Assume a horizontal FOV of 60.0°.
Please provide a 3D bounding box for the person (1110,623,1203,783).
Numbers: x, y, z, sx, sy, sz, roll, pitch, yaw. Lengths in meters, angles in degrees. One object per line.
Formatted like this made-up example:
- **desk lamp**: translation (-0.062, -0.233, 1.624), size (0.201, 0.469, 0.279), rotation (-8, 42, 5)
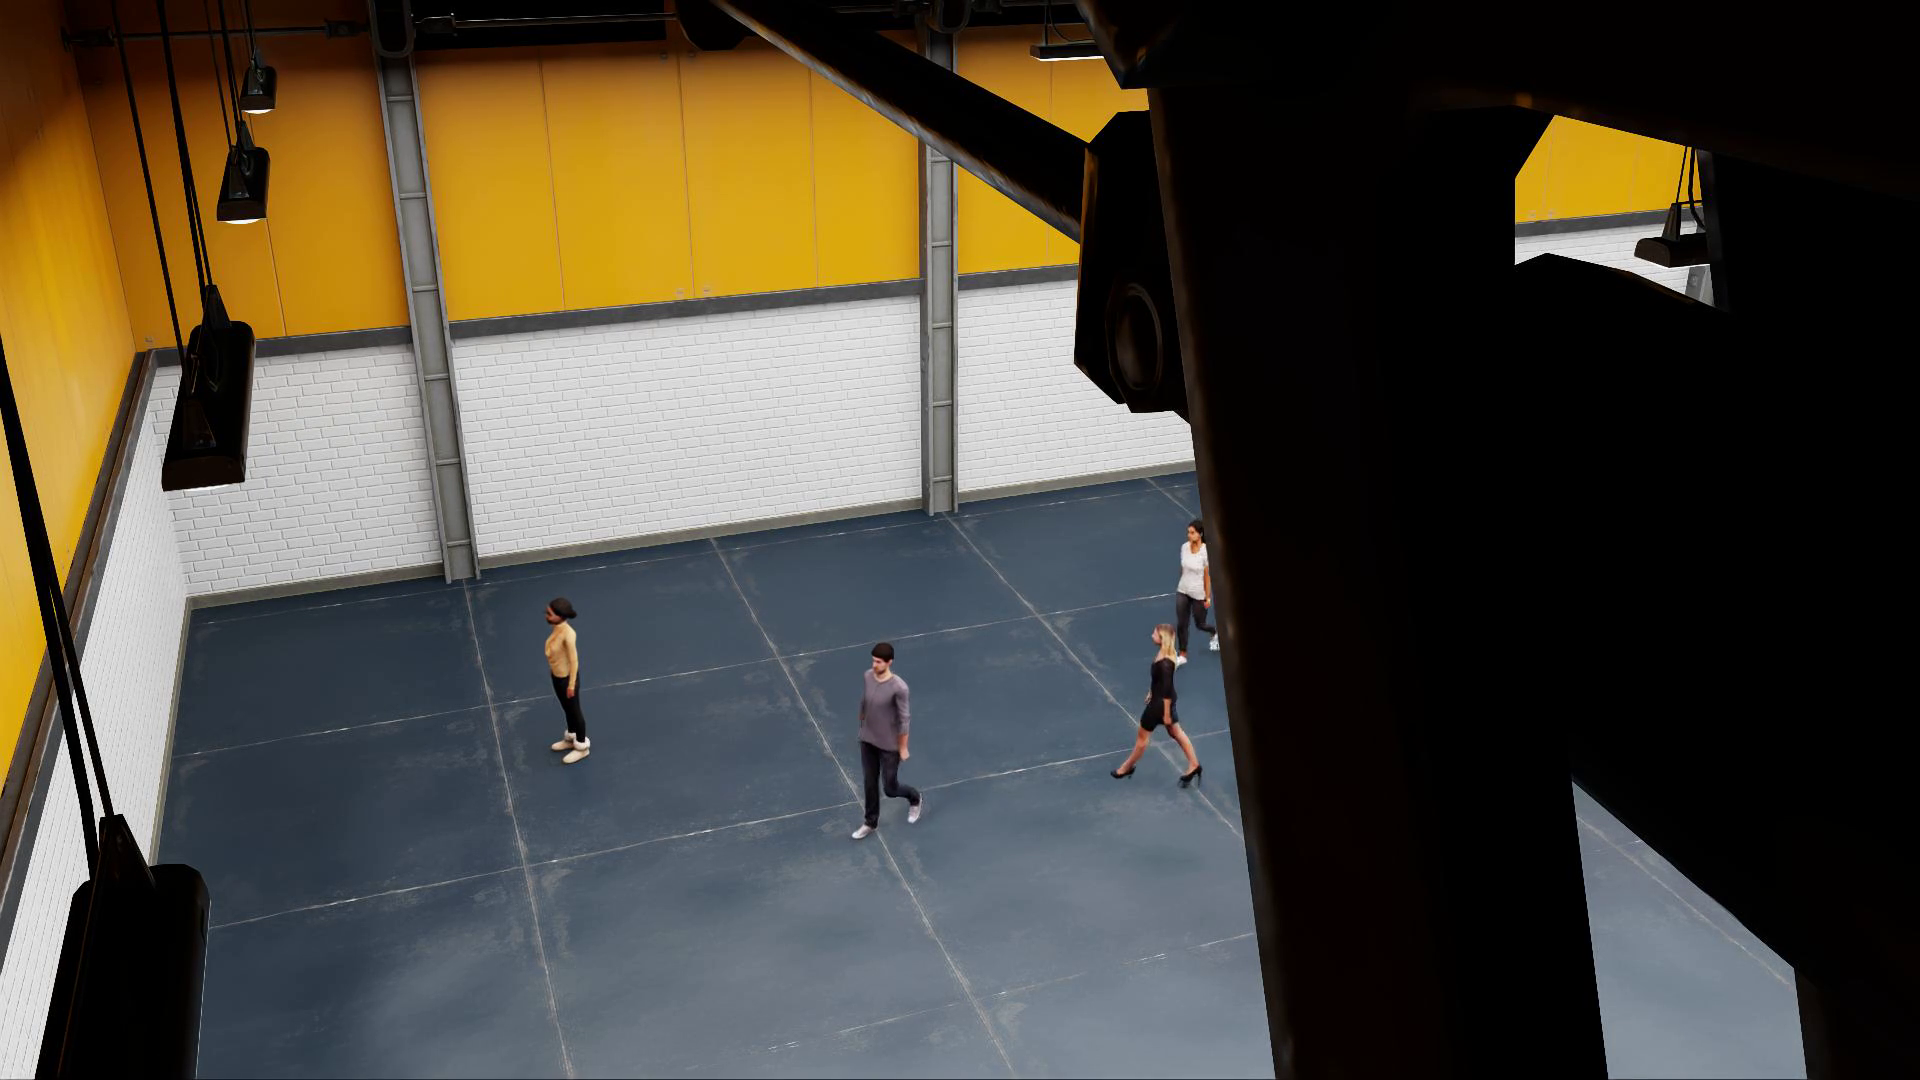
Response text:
- **person**: translation (1.930, 1.531, 15.153), size (1.142, 1.629, 0.921), rotation (4, 24, 8)

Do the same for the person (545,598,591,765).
- **person**: translation (-3.705, 1.292, 15.662), size (0.622, 1.659, 0.644), rotation (-14, 27, -29)

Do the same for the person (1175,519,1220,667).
- **person**: translation (2.506, 0.541, 17.417), size (1.023, 1.628, 0.812), rotation (-20, 31, -39)

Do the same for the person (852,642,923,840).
- **person**: translation (-0.627, 1.715, 14.470), size (0.929, 1.838, 1.048), rotation (20, 31, 38)
